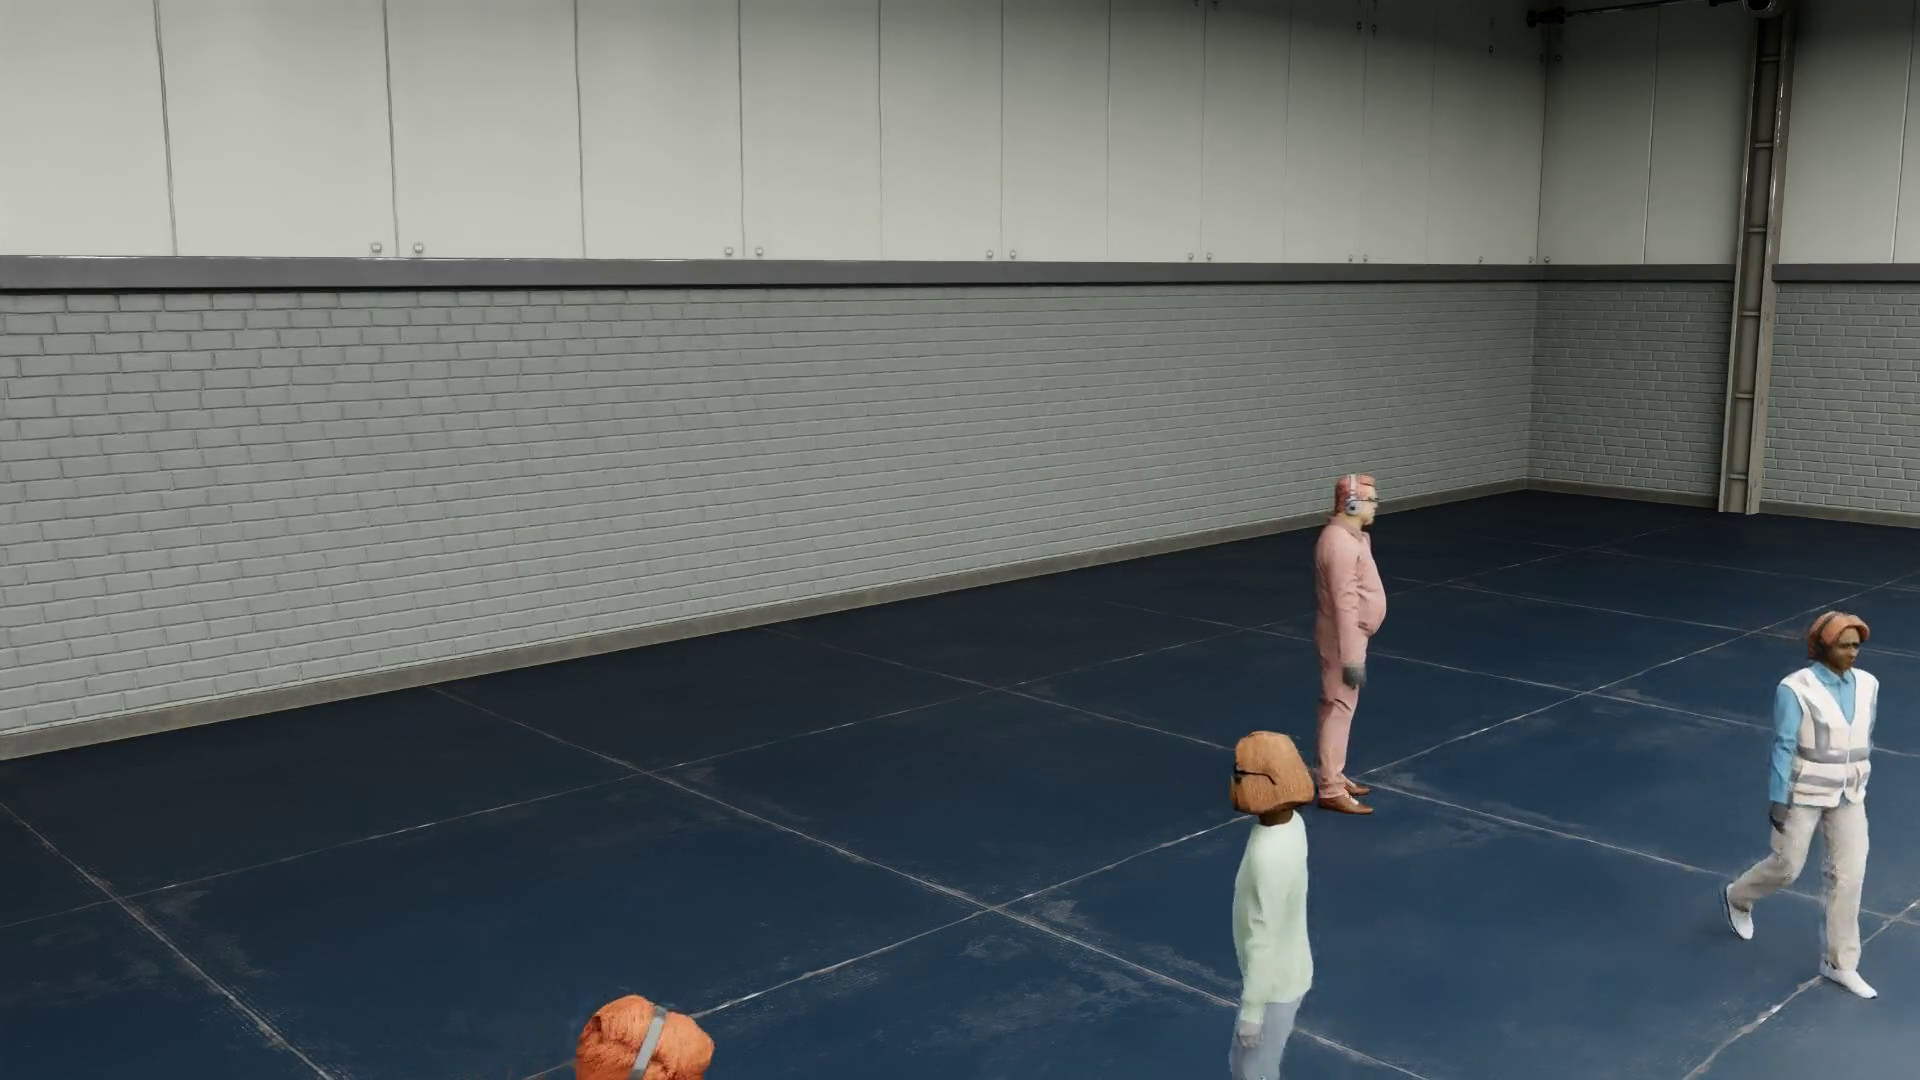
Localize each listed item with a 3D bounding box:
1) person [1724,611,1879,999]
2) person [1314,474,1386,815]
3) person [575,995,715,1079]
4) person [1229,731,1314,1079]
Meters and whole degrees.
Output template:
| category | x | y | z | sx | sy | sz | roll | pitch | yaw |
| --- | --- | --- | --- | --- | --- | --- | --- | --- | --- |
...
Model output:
| category | x | y | z | sx | sy | sz | roll | pitch | yaw |
| --- | --- | --- | --- | --- | --- | --- | --- | --- | --- |
| person | 3.670 | 1.082 | 7.190 | 0.522 | 1.609 | 0.739 | -2 | 9 | -13 |
| person | 2.198 | 0.574 | 9.426 | 0.407 | 1.906 | 0.651 | 2 | 9 | 12 |
| person | -0.698 | 1.653 | 2.917 | 0.705 | 1.859 | 0.345 | 7 | 11 | 36 |
| person | 1.035 | 1.396 | 5.204 | 0.578 | 1.619 | 0.505 | 2 | 9 | 15 |
